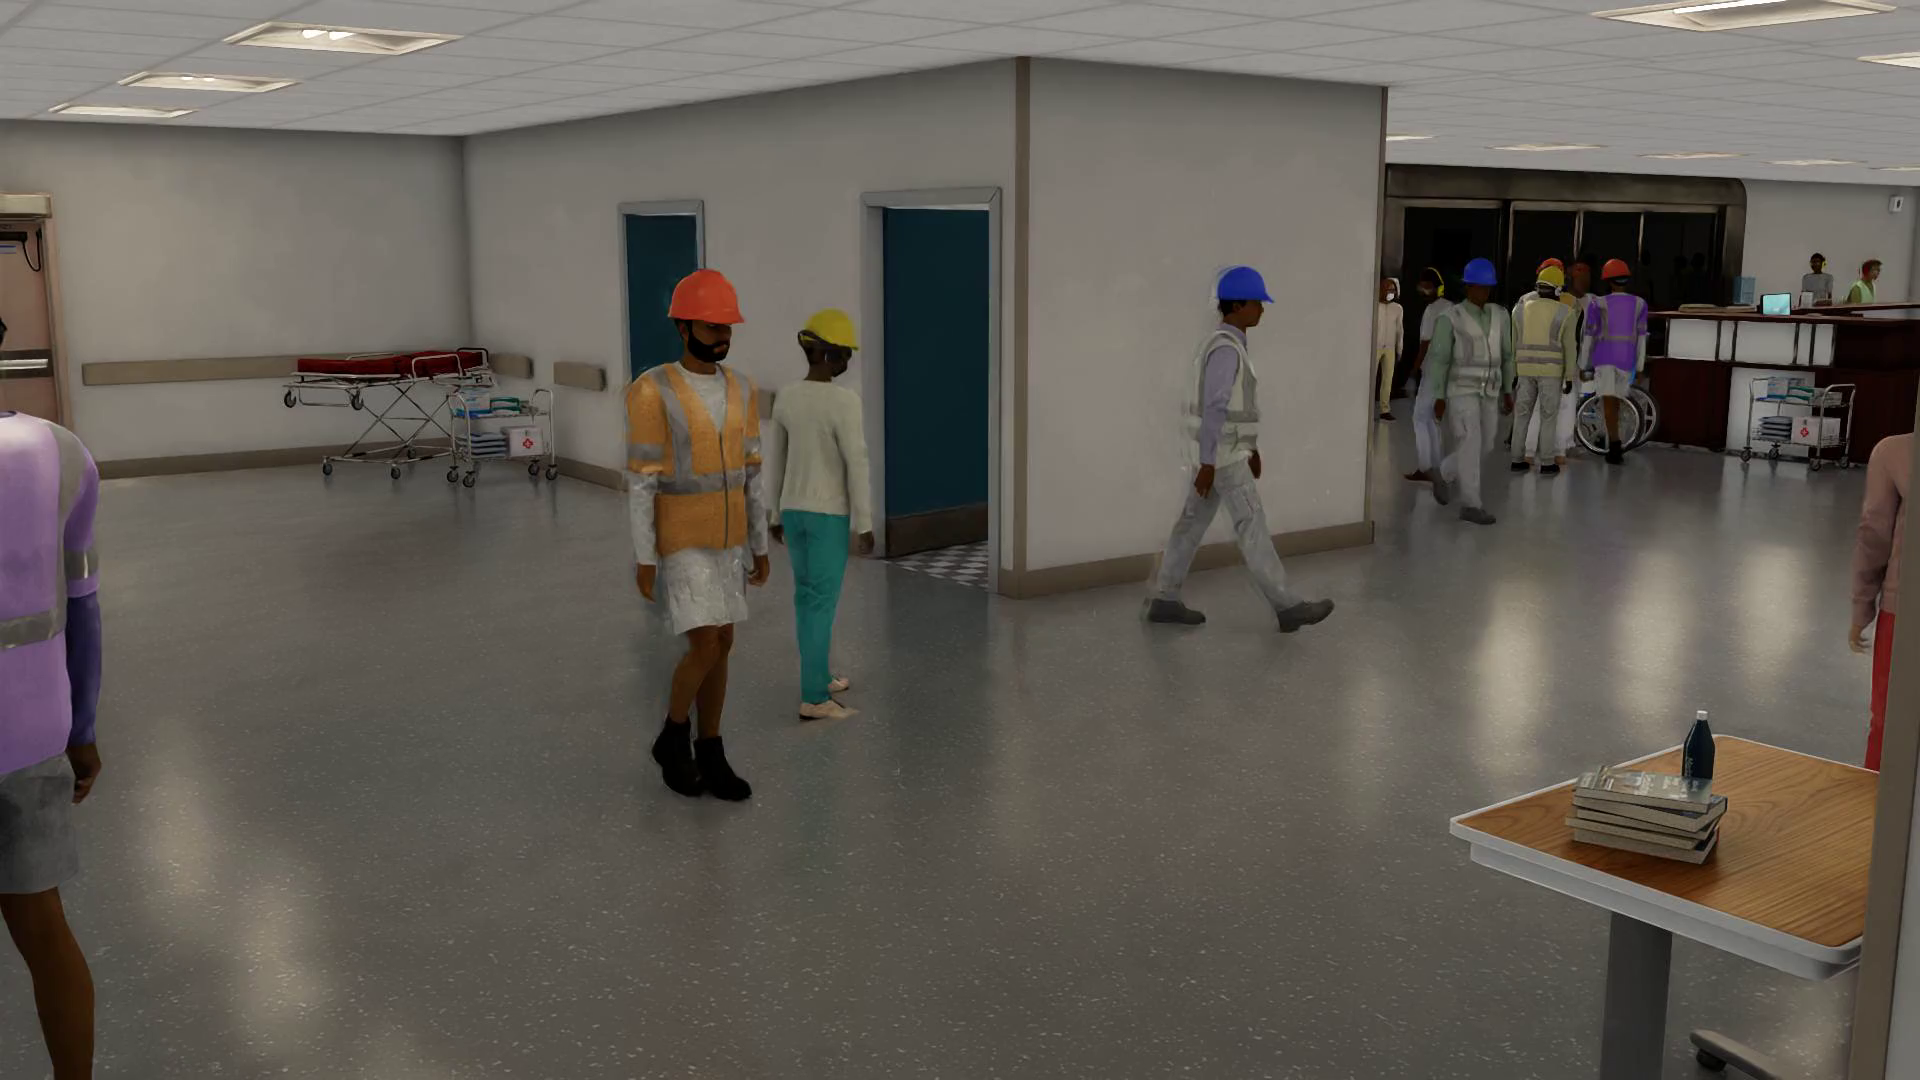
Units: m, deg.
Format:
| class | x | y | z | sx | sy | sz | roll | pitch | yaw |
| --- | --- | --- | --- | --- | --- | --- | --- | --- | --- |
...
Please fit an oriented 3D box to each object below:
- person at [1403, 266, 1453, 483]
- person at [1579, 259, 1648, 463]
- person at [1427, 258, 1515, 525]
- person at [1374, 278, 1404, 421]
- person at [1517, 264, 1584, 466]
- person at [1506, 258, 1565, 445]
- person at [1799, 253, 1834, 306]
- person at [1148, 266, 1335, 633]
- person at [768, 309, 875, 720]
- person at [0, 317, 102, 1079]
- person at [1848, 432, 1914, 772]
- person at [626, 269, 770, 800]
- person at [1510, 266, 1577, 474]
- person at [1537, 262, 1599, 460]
| class | x | y | z | sx | sy | sz | roll | pitch | yaw |
| --- | --- | --- | --- | --- | --- | --- | --- | --- | --- |
| person | 3.953 | -1.383 | 14.044 | 0.420 | 1.827 | 0.602 | 8 | 13 | 38 |
| person | 6.090 | -1.673 | 15.531 | 0.550 | 1.880 | 1.014 | 0 | 10 | 3 |
| person | 3.722 | -1.107 | 12.222 | 0.610 | 1.923 | 0.784 | -4 | 11 | -23 |
| person | 4.819 | -2.161 | 18.963 | 0.505 | 1.628 | 0.286 | -3 | 10 | -15 |
| person | 5.353 | -1.590 | 15.197 | 0.627 | 1.835 | 0.432 | -2 | 10 | -9 |
| person | 5.711 | -1.835 | 16.426 | 0.993 | 1.888 | 0.557 | -8 | 13 | -39 |
| person | 13.296 | -3.525 | 25.915 | 0.328 | 1.872 | 0.514 | -8 | 13 | -39 |
| person | 1.454 | -0.461 | 8.664 | 0.994 | 1.893 | 0.657 | 1 | 10 | 8 |
| person | -0.595 | -0.125 | 7.193 | 0.537 | 1.761 | 0.373 | 9 | 14 | 43 |
| person | -2.047 | 0.413 | 3.424 | 0.409 | 2.028 | 0.611 | 3 | 11 | 18 |
| person | 3.018 | 0.242 | 5.099 | 0.533 | 1.768 | 0.311 | 7 | 12 | 33 |
| person | -0.906 | 0.002 | 5.987 | 0.400 | 1.926 | 0.566 | 8 | 13 | 39 |
| person | 5.126 | -1.486 | 14.626 | 0.596 | 1.828 | 0.403 | 9 | 14 | 41 |
| person | 5.746 | -1.716 | 15.849 | 0.571 | 1.854 | 0.823 | -3 | 11 | -17 |
